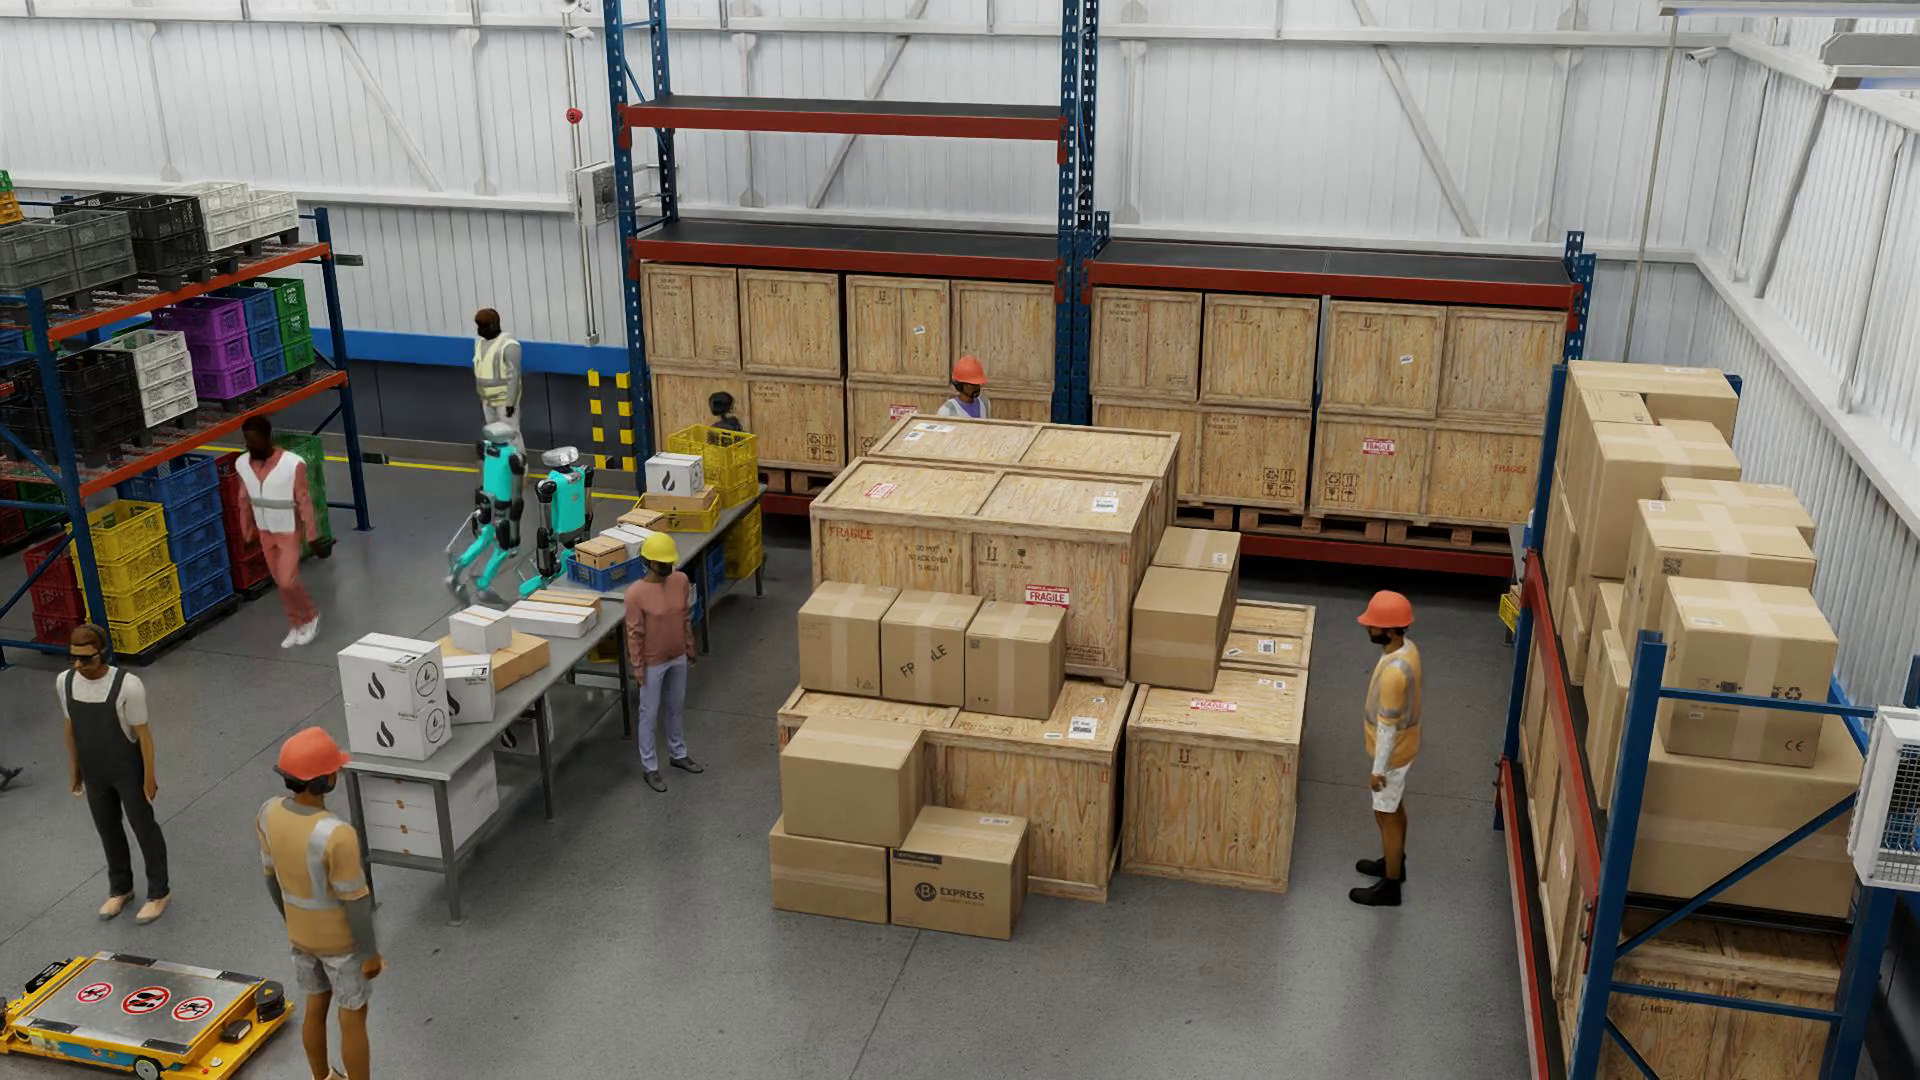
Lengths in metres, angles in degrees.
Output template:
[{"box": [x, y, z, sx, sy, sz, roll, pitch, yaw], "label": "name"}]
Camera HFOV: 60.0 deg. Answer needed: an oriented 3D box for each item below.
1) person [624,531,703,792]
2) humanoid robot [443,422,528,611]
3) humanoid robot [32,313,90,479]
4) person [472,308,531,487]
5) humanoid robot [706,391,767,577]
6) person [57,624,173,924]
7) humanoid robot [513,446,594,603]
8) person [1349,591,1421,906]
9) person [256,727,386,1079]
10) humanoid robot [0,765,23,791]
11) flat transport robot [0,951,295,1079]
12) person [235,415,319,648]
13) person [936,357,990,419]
[{"box": [-1.945, 0.776, 10.916, 0.306, 1.769, 0.523, 16, 26, 36], "label": "person"}, {"box": [-3.734, -0.029, 13.037, 0.579, 1.736, 0.921, 16, 26, 36], "label": "humanoid robot"}, {"box": [-8.812, -1.359, 16.569, 0.670, 1.812, 0.552, 0, 21, 1], "label": "humanoid robot"}, {"box": [-4.589, -1.404, 16.538, 0.633, 1.830, 0.431, 15, 26, 35], "label": "person"}, {"box": [-1.941, -0.487, 14.358, 0.614, 1.635, 0.596, 7, 22, 18], "label": "humanoid robot"}, {"box": [-4.791, 1.315, 9.417, 0.507, 1.841, 0.350, 3, 21, 7], "label": "person"}, {"box": [-3.134, 0.066, 12.623, 0.735, 1.681, 0.533, 12, 24, 29], "label": "humanoid robot"}, {"box": [2.446, 1.193, 9.620, 0.421, 1.925, 0.555, 7, 22, 18], "label": "person"}, {"box": [-2.949, 1.816, 7.814, 0.608, 2.042, 0.394, 12, 24, 28], "label": "person"}, {"box": [-6.512, 0.985, 10.569, 0.771, 1.640, 0.608, -14, 25, -33], "label": "humanoid robot"}, {"box": [-4.270, 2.464, 8.601, 1.431, 0.231, 0.659, 5, 22, 13], "label": "flat transport robot"}, {"box": [-5.297, -0.054, 12.895, 0.612, 1.899, 0.479, 5, 22, 14], "label": "person"}, {"box": [0.069, -0.546, 13.993, 0.371, 2.044, 0.606, 16, 26, 36], "label": "person"}]
